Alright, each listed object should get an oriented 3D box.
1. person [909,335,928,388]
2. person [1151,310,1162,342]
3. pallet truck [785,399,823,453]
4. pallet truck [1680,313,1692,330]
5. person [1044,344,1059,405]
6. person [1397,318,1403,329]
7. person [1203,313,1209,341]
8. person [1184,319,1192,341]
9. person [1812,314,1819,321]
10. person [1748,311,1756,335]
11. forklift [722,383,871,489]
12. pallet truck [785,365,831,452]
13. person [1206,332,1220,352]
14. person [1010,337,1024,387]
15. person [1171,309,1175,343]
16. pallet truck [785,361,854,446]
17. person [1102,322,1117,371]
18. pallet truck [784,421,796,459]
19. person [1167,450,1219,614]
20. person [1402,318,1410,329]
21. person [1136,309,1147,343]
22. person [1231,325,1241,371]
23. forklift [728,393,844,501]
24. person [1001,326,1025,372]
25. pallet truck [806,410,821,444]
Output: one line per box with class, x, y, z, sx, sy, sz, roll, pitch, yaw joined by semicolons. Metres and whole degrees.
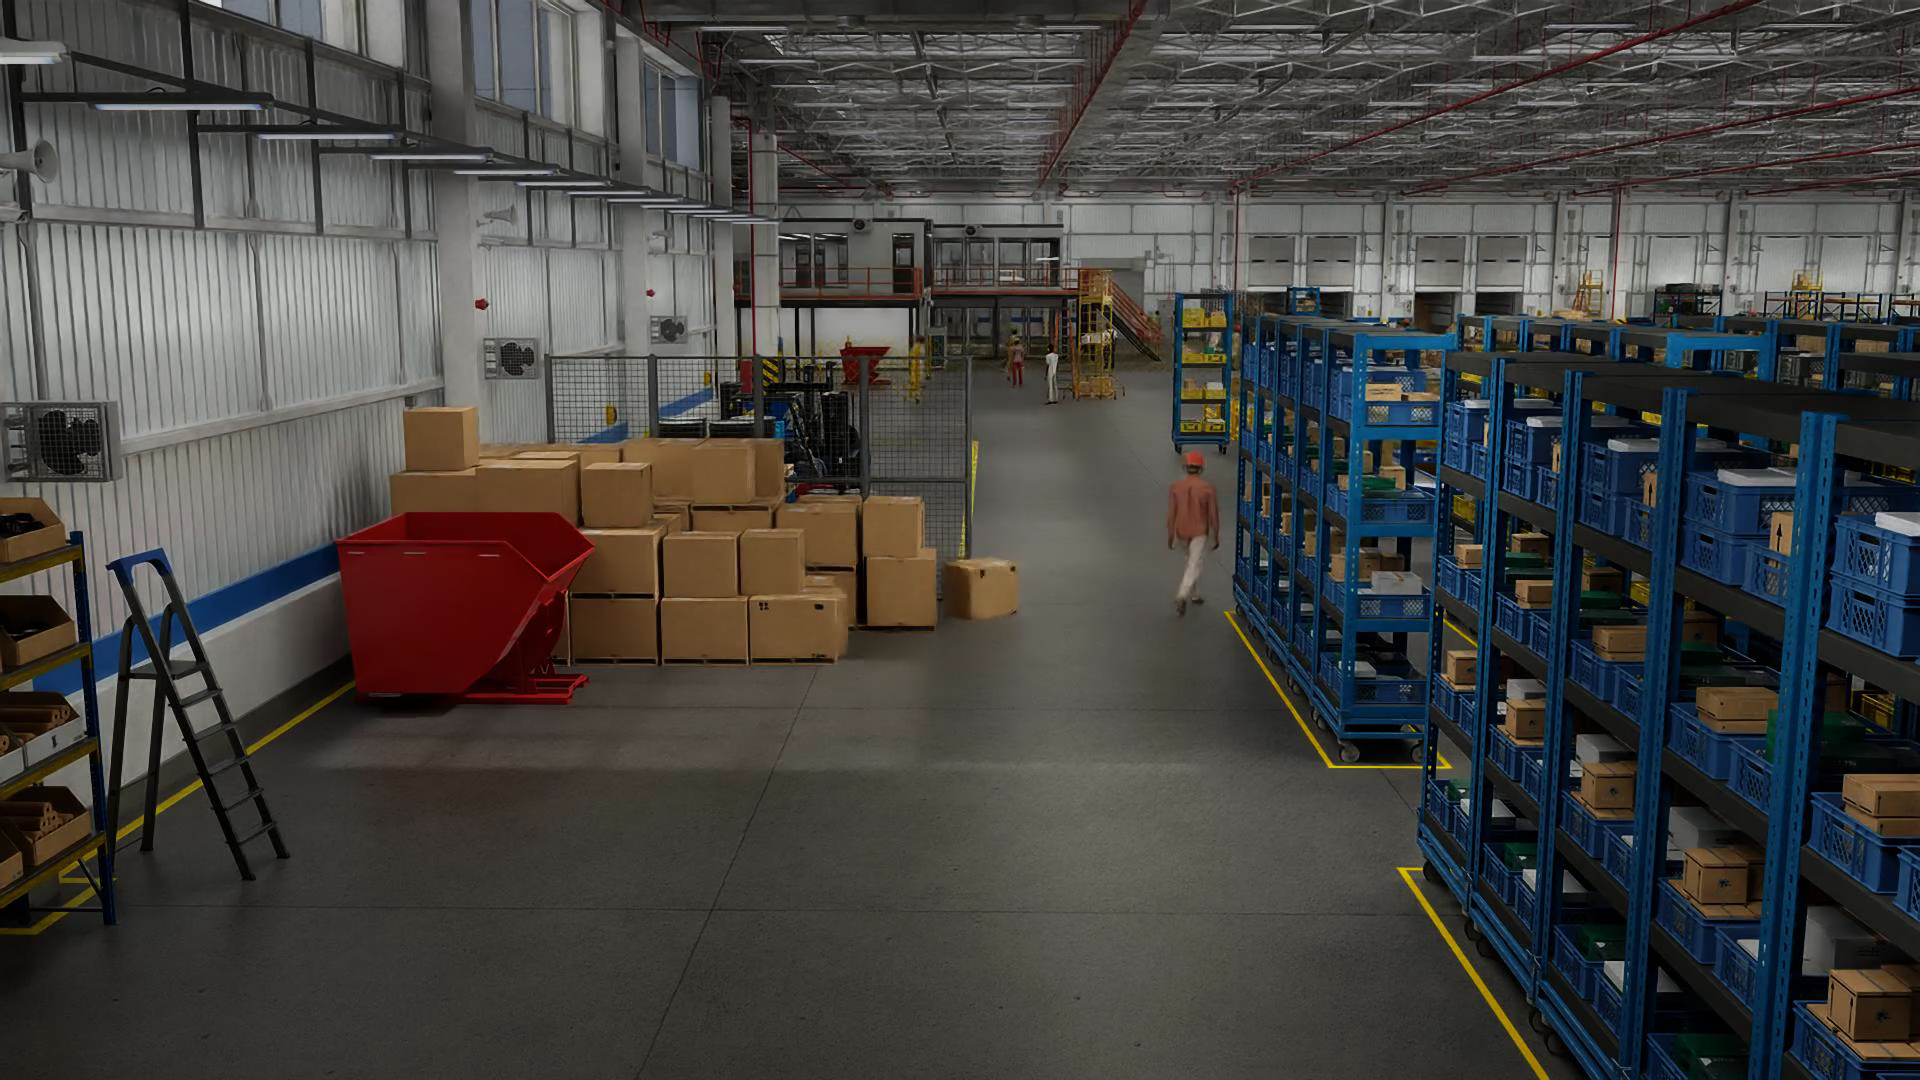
person;-1.451;-6.251;58.249;0.553;1.869;0.608;1;9;5
person;11.259;-12.185;94.975;0.505;1.825;0.641;-8;12;-42
pallet truck;-3.814;-2.432;36.419;1.630;1.274;0.653;0;9;1
pallet truck;36.315;-10.531;84.244;0.823;1.965;1.885;-6;11;-33
person;2.802;-5.079;51.028;0.518;1.865;0.330;-8;12;-39
person;20.987;-9.693;79.532;0.415;1.855;0.527;-2;9;-13
person;14.515;-12.458;97.009;0.950;1.710;0.515;8;12;40
person;13.300;-12.554;97.119;0.612;1.864;0.910;6;11;31
person;45.513;-11.152;88.626;1.025;1.824;0.584;-1;9;-8
person;41.610;-11.044;87.407;0.612;1.997;0.375;-7;11;-36
forklift;-2.893;-1.687;28.729;2.680;1.987;1.157;0;9;-1
pallet truck;-3.774;-2.976;37.635;1.885;1.965;0.823;1;9;5
person;11.459;-8.986;75.036;0.633;1.906;0.917;-2;10;-14
person;1.997;-6.262;58.650;0.518;1.756;0.342;-5;10;-28
person;12.176;-12.169;94.570;0.375;1.922;0.594;0;9;1
pallet truck;-3.410;-3.193;38.978;1.885;1.965;0.823;0;9;-1
person;6.058;-7.929;68.057;0.684;2.000;0.538;-5;11;-29
pallet truck;-4.013;-1.793;32.705;1.601;1.201;0.680;0;9;1
person;2.782;-0.094;19.996;0.620;1.967;0.962;6;11;33
person;19.242;-8.538;71.805;0.378;2.044;0.607;0;9;0
person;9.899;-11.581;90.721;0.610;1.996;0.378;1;9;5
person;11.445;-7.850;68.015;0.881;1.889;0.556;5;11;29
forklift;-2.979;-1.316;26.476;2.680;1.987;1.157;0;9;1
person;2.109;-7.736;67.412;1.031;1.876;0.603;-3;10;-17
pallet truck;-3.559;-2.018;33.905;1.522;1.261;0.704;0;9;-1
